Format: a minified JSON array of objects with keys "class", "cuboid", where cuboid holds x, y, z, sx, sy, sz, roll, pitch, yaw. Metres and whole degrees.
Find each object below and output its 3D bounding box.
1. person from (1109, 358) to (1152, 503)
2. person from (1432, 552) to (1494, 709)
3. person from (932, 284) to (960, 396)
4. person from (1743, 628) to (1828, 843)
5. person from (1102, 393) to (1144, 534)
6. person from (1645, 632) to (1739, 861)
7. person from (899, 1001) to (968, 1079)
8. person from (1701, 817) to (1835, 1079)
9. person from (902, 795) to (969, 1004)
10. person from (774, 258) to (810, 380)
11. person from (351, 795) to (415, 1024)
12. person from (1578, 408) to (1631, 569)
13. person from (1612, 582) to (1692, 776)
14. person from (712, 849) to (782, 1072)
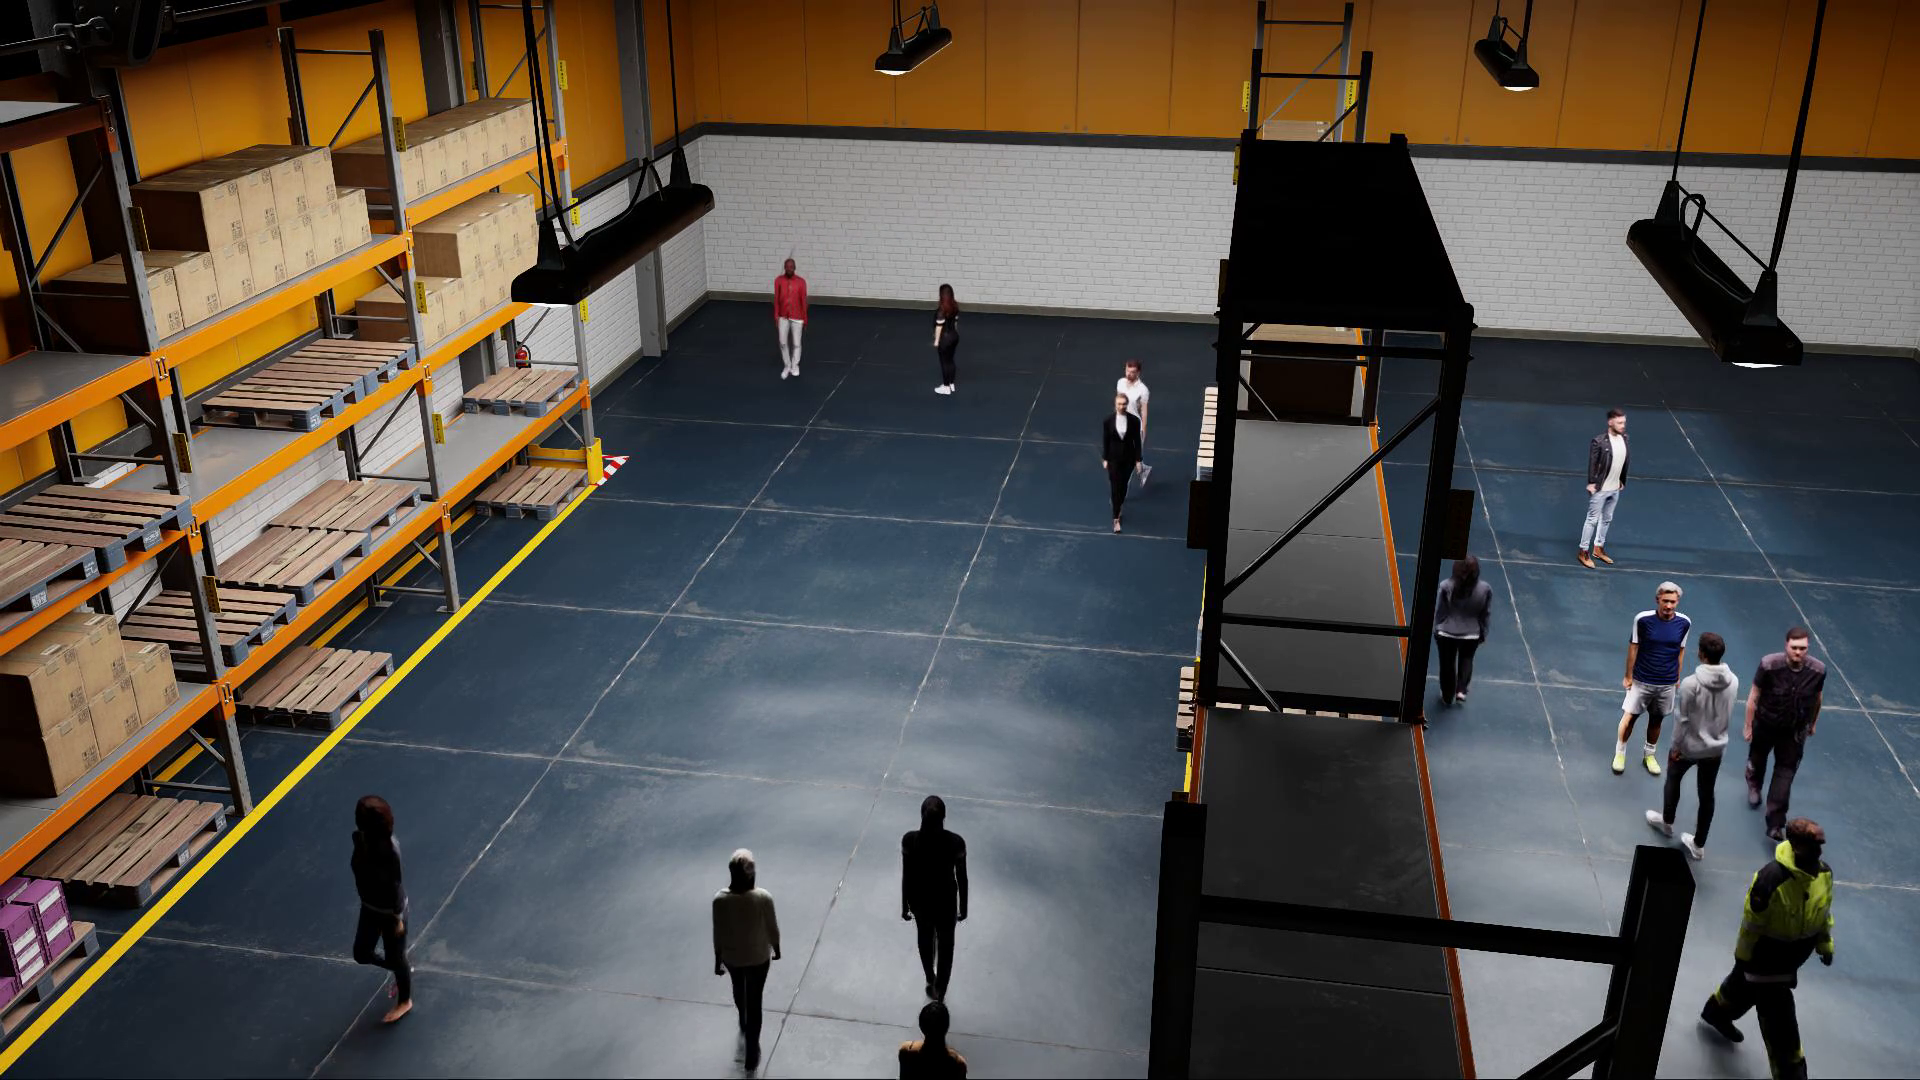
[{"class":"person","cuboid":[2.136,-1.372,20.419,1.101,1.834,1.012,-19,30,-36]},{"class":"person","cuboid":[4.689,0.875,15.584,0.694,1.590,0.666,3,24,6]},{"class":"person","cuboid":[-0.189,-2.927,24.221,0.752,1.638,0.646,15,28,31]},{"class":"person","cuboid":[6.817,1.520,13.864,0.875,1.786,1.282,8,25,18]},{"class":"person","cuboid":[1.911,-0.942,19.654,0.733,1.660,1.079,0,24,1]},{"class":"person","cuboid":[5.985,1.694,13.331,0.858,1.895,0.972,-1,24,-3]},{"class":"person","cuboid":[-0.205,3.457,9.559,0.563,1.685,1.130,4,24,9]},{"class":"person","cuboid":[5.372,2.656,11.092,1.253,1.925,1.389,-12,26,-25]},{"class":"person","cuboid":[-0.188,2.579,11.539,0.640,1.708,1.044,3,24,6]},{"class":"person","cuboid":[-2.535,-3.375,25.044,0.727,1.801,0.762,1,24,3]},{"class":"person","cuboid":[-3.958,2.523,11.603,0.716,1.760,0.750,12,26,26]},{"class":"person","cuboid":[7.243,-0.612,18.678,0.735,1.837,0.745,-10,26,-22]},{"class":"person","cuboid":[6.066,1.189,14.556,0.649,1.838,0.569,2,24,5]},{"class":"person","cuboid":[-1.432,2.818,11.096,0.688,1.625,0.913,-1,24,-1]}]
